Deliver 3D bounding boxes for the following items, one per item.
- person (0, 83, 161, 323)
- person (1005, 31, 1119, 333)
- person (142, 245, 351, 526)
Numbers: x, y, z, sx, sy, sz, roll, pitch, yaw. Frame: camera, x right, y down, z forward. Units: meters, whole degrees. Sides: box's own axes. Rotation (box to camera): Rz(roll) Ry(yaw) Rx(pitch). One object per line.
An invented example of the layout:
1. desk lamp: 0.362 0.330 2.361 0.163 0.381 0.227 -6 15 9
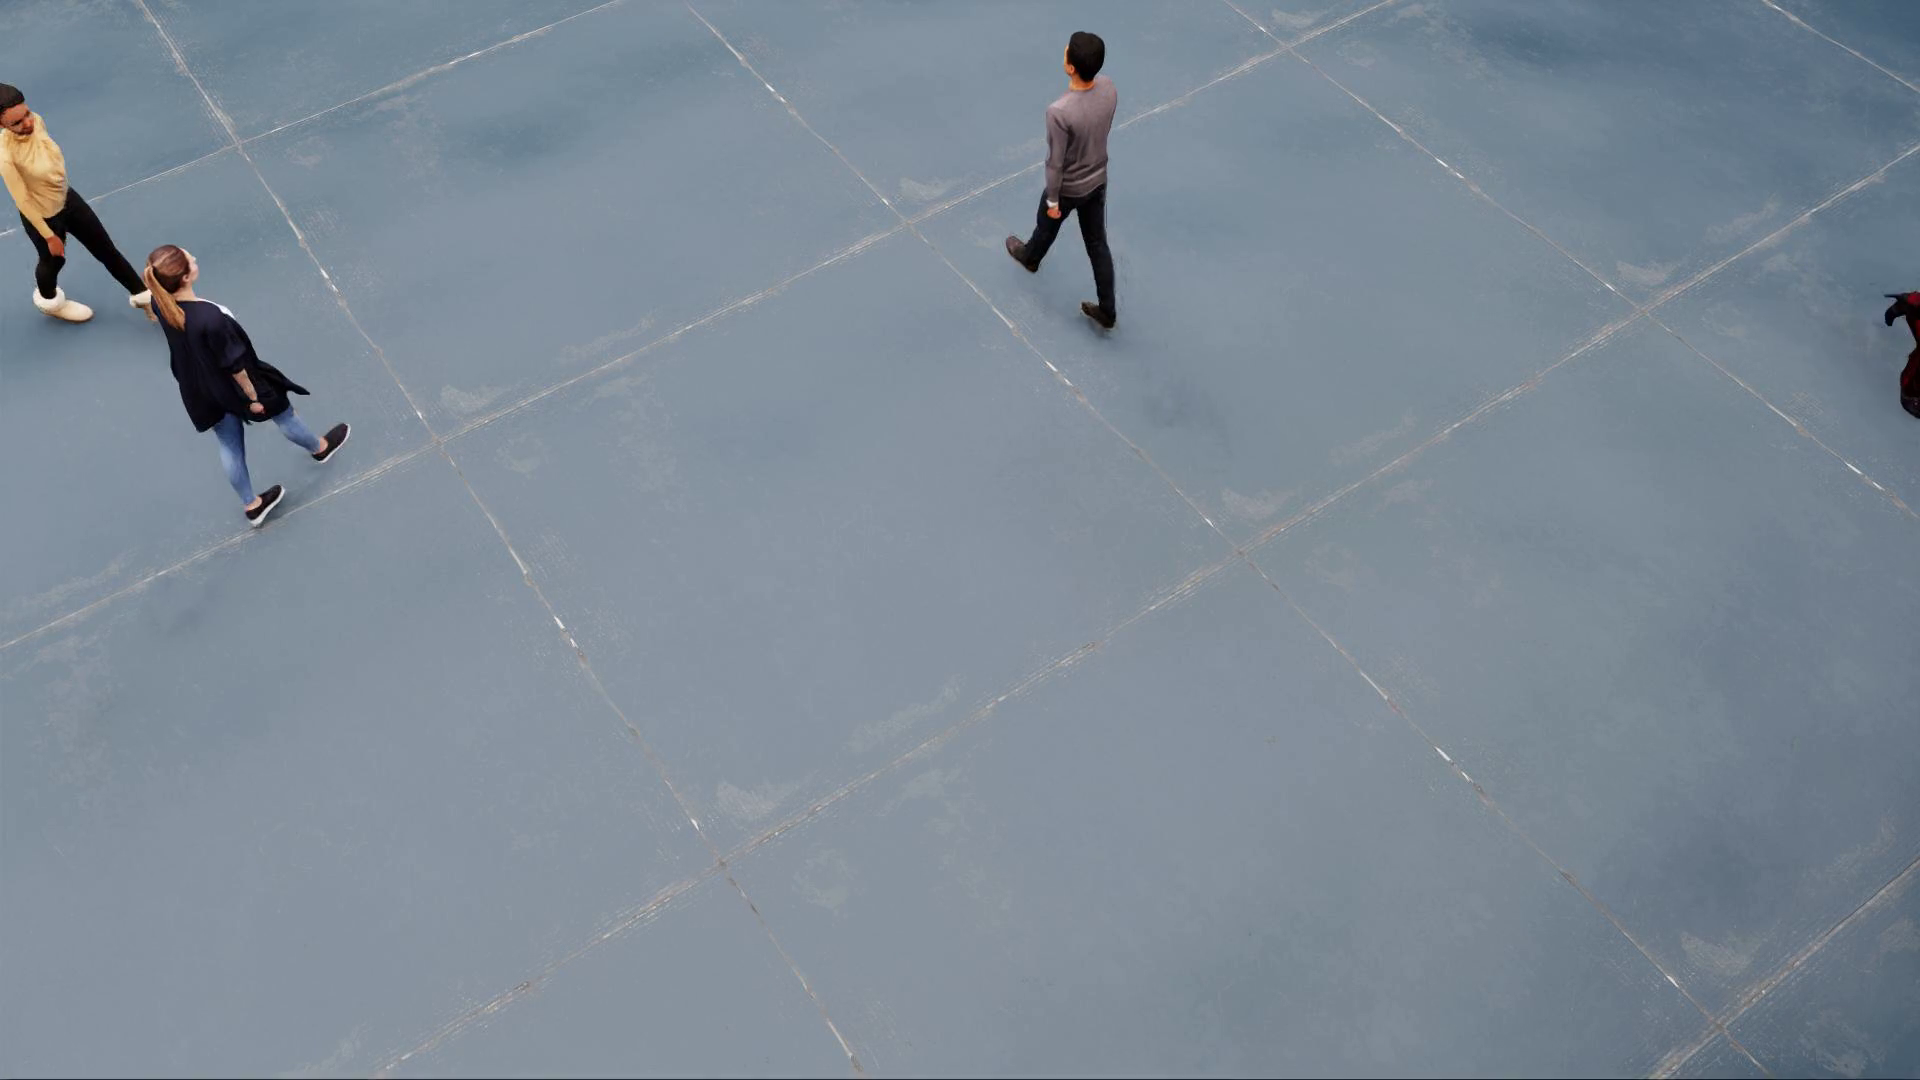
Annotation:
1. person: -4.843 -1.735 8.732 1.161 1.619 1.065 7 53 5
2. person: 0.675 -1.826 8.738 1.135 1.720 0.711 -29 58 -21
3. person: -3.537 -0.674 7.882 0.975 1.662 0.948 20 55 15
